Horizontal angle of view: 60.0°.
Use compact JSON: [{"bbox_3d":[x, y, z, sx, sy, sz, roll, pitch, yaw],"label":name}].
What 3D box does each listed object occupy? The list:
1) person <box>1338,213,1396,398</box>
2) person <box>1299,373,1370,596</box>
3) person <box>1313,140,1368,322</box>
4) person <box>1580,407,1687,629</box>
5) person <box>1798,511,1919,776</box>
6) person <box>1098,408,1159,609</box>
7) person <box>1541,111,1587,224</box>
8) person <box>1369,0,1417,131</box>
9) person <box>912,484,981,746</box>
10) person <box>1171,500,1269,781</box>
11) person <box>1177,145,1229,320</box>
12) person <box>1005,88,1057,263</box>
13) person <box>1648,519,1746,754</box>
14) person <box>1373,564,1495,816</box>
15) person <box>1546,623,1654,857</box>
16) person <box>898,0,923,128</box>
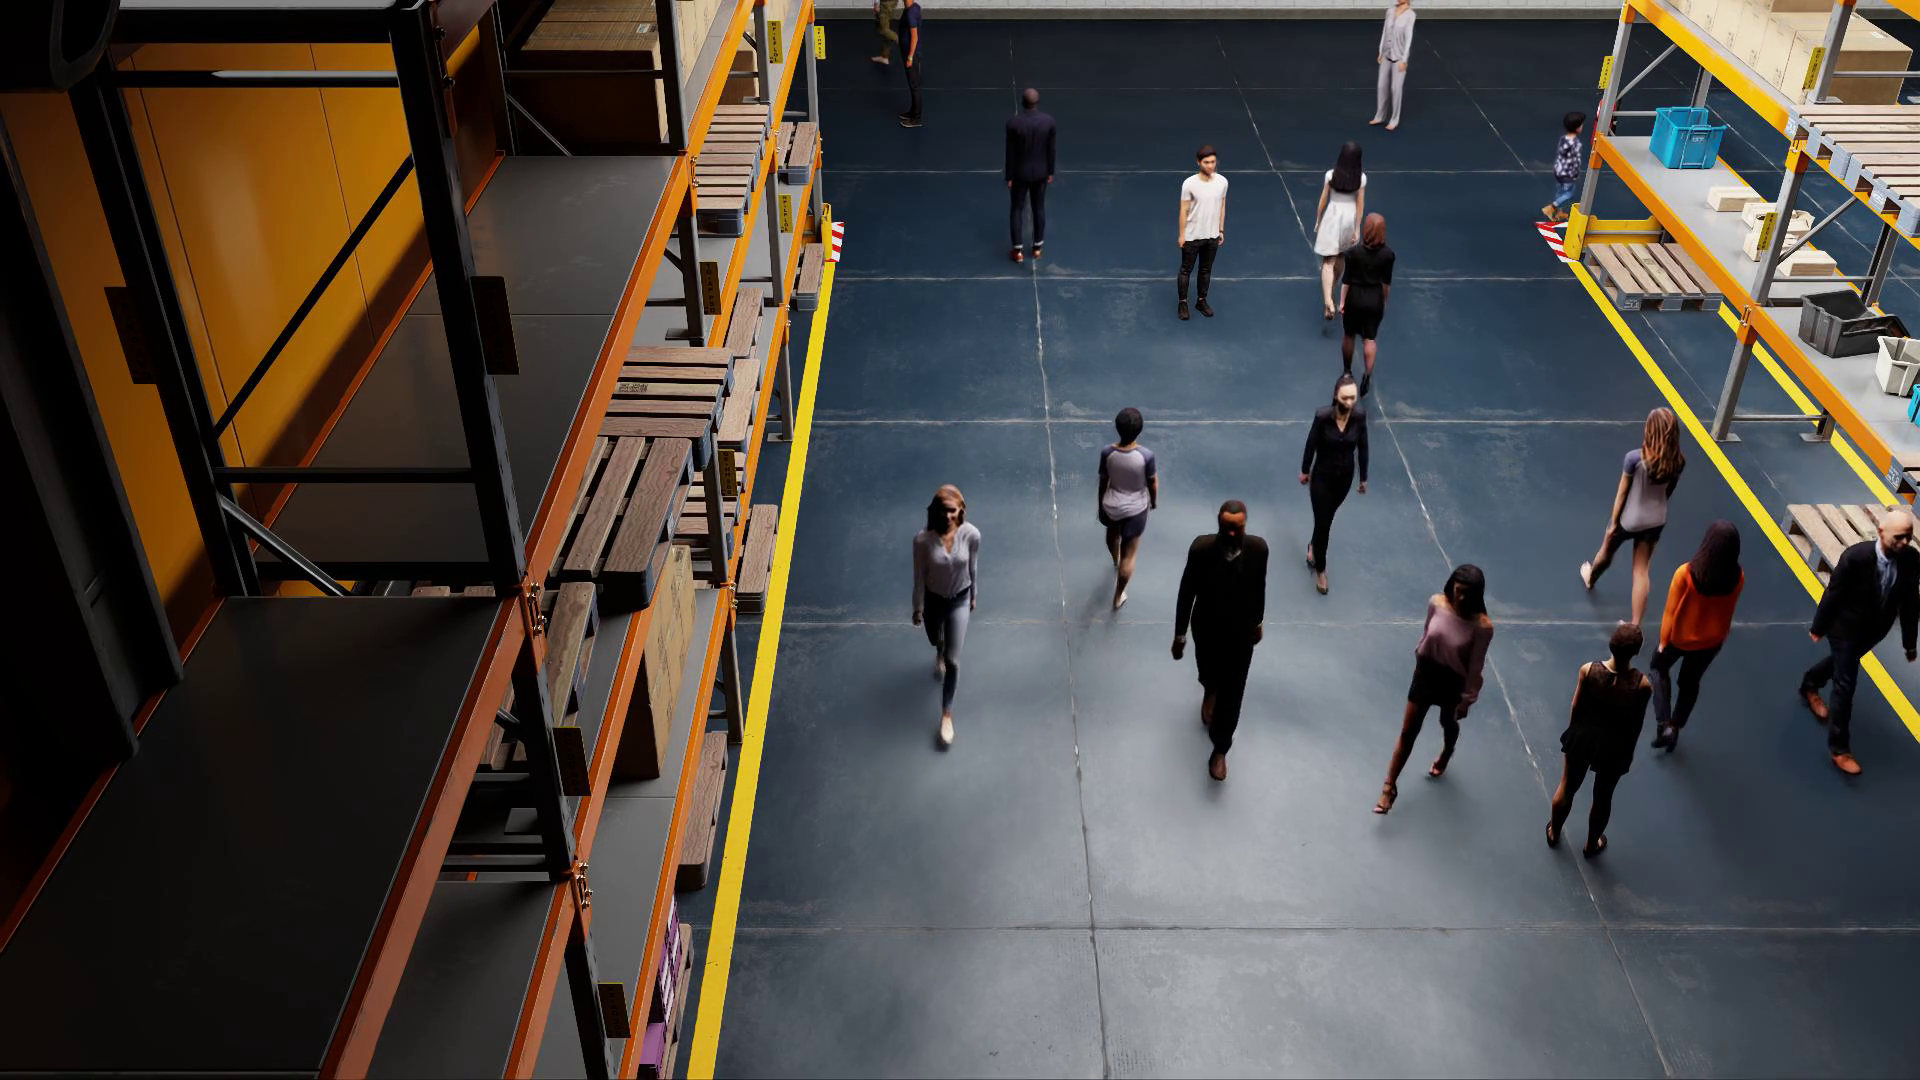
[{"bbox_3d":[3.572,-2.025,14.659,0.632,1.684,0.960,2,34,3],"label":"person"},{"bbox_3d":[2.730,-0.490,12.344,0.673,1.691,0.861,-4,34,-6],"label":"person"},{"bbox_3d":[3.628,-2.928,15.971,0.761,1.737,1.202,6,34,9],"label":"person"},{"bbox_3d":[4.829,-0.079,11.740,0.622,1.675,1.058,-1,34,-1],"label":"person"},{"bbox_3d":[5.772,0.533,10.750,0.727,1.752,1.188,-2,34,-3],"label":"person"},{"bbox_3d":[1.185,-0.202,12.057,0.784,1.529,1.019,13,36,18],"label":"person"},{"bbox_3d":[6.560,-4.028,18.070,0.674,1.245,0.661,-11,35,-16],"label":"person"},{"bbox_3d":[5.383,-5.979,20.533,0.726,1.768,0.641,-24,41,-32],"label":"person"},{"bbox_3d":[-0.113,0.379,10.975,0.614,1.759,1.170,-1,34,-1],"label":"person"},{"bbox_3d":[1.681,0.509,10.688,0.860,1.860,1.293,5,34,8],"label":"person"},{"bbox_3d":[2.331,-2.995,16.084,0.680,1.722,0.627,-9,35,-13],"label":"person"},{"bbox_3d":[0.717,-3.762,17.150,0.745,1.820,0.703,-7,34,-10],"label":"person"},{"bbox_3d":[4.680,0.679,10.545,0.614,1.737,0.650,0,34,0],"label":"person"},{"bbox_3d":[3.030,0.866,10.242,1.103,1.760,1.175,28,43,36],"label":"person"},{"bbox_3d":[3.788,1.178,9.849,0.675,1.675,0.702,18,38,25],"label":"person"},{"bbox_3d":[-0.597,-6.037,20.597,0.718,1.794,0.481,-2,34,-4],"label":"person"}]
